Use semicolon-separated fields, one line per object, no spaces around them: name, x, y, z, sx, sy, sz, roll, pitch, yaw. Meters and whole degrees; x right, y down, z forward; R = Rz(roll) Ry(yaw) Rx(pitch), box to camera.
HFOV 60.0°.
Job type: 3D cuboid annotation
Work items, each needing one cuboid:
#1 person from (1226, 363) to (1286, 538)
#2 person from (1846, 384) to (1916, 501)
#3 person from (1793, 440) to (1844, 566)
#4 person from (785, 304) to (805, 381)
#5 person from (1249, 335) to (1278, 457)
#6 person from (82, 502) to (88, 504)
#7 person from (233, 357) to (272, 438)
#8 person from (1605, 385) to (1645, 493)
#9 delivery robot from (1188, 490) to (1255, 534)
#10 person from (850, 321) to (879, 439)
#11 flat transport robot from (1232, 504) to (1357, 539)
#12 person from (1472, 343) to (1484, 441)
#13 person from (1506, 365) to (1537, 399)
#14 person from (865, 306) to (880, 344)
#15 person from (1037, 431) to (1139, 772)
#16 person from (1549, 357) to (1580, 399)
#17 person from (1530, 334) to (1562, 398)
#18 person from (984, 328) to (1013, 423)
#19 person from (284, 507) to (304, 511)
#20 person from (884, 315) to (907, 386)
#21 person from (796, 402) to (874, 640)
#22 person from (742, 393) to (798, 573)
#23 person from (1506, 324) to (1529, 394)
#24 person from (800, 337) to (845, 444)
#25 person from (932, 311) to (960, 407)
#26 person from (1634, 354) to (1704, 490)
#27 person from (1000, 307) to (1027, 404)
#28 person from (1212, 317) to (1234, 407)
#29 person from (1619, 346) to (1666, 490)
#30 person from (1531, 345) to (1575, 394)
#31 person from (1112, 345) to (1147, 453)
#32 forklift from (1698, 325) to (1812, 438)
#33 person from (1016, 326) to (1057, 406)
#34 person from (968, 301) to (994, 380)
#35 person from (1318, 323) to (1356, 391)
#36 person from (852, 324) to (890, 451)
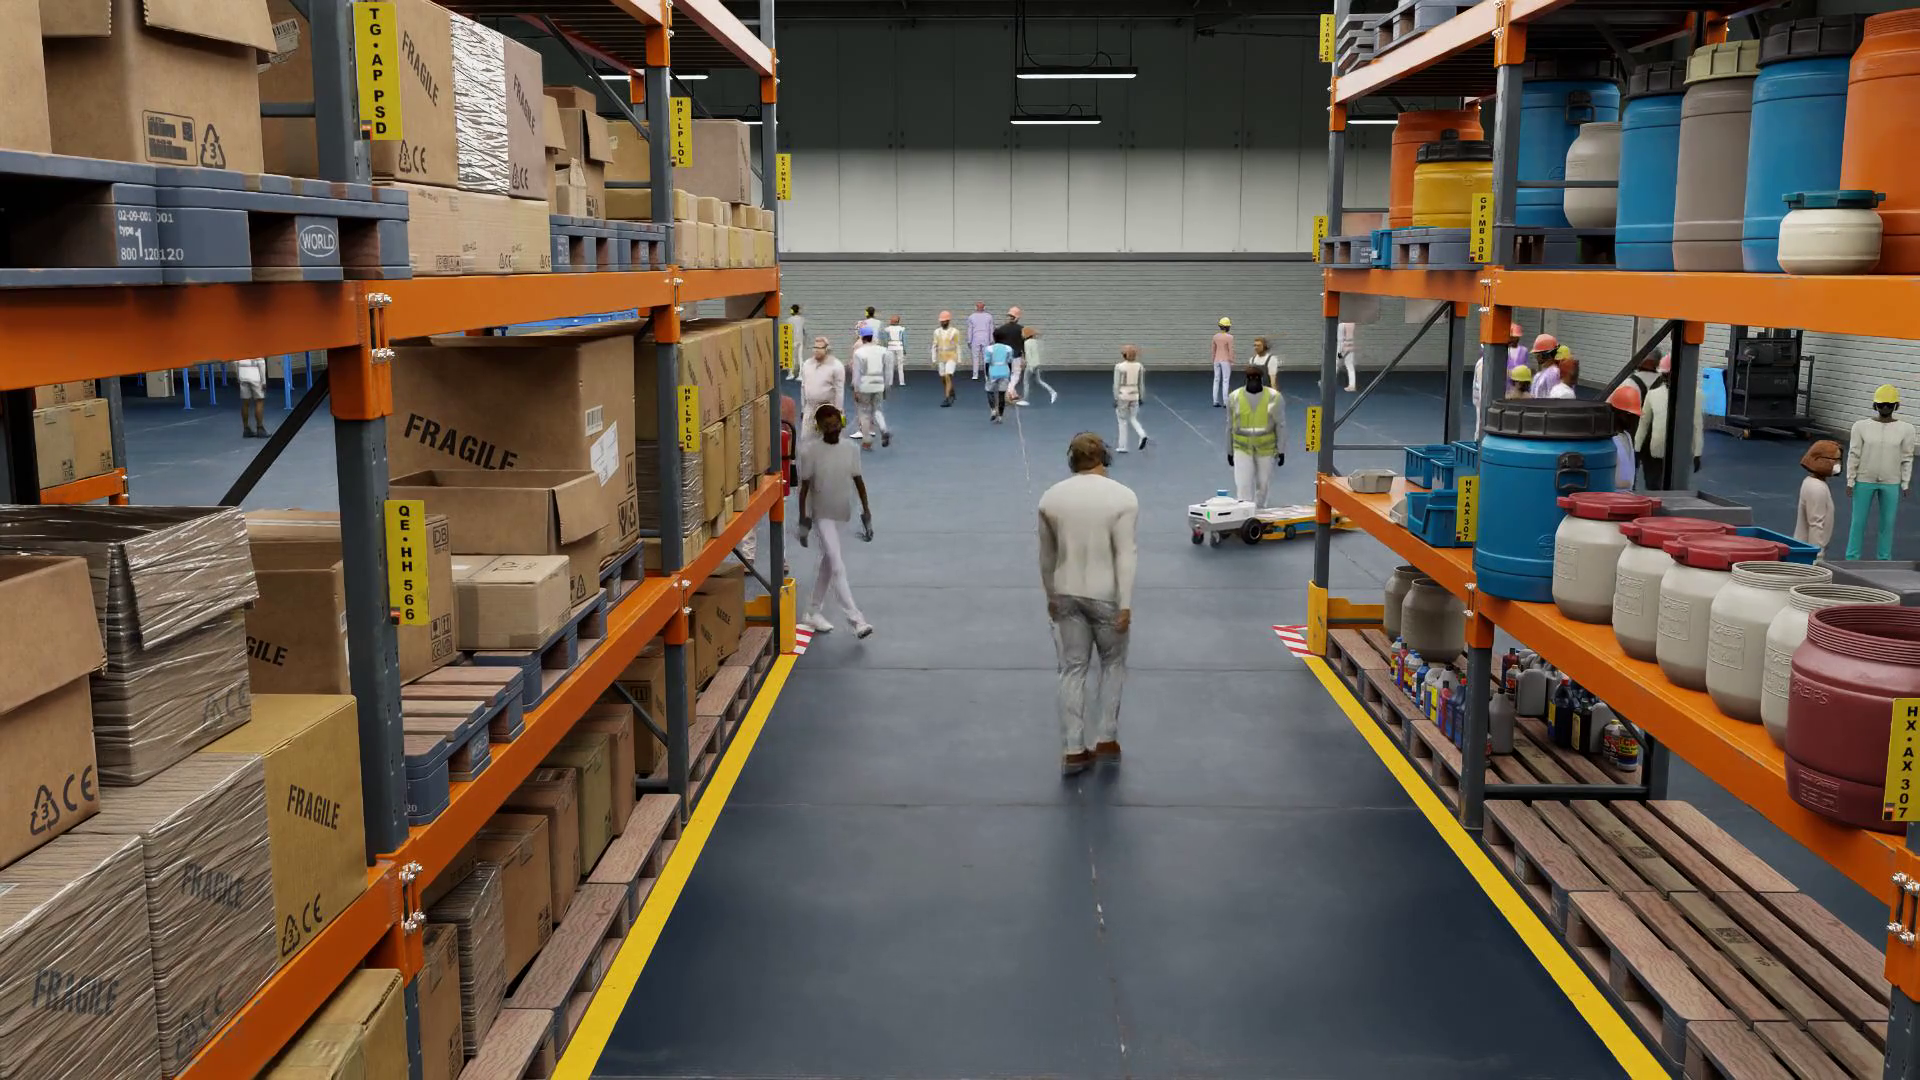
person;3.123;-0.970;17.572;0.634;1.808;0.917;2;10;11
person;8.247;-0.512;14.935;0.522;1.769;0.310;4;10;23
person;5.934;0.115;11.573;0.287;1.631;0.501;4;10;22
person;-4.003;-4.792;40.355;0.500;1.835;0.751;-6;11;-31
person;4.421;-2.090;24.311;0.534;1.794;0.959;9;13;43
person;-9.261;-0.858;17.185;0.489;1.716;0.843;-8;13;-41
person;-11.578;-2.646;27.207;0.551;1.934;0.372;2;10;14
person;4.963;-0.210;12.642;0.543;1.928;0.374;-9;13;-43
delivery robot;2.661;-0.266;16.929;0.707;0.478;0.477;-7;12;-35
person;-1.584;-2.620;27.144;0.409;1.908;0.639;5;11;26
flat transport robot;3.496;-0.201;17.662;1.431;0.197;0.652;-7;12;-36
person;7.295;-1.889;23.004;0.403;1.825;0.586;4;10;21
person;6.091;-1.022;18.056;0.557;1.727;0.808;-3;10;-17
person;-2.083;-4.432;38.191;0.497;1.837;0.709;-6;11;-31
person;0.706;0.345;9.424;0.650;1.888;0.608;5;10;25
person;6.337;-1.015;17.682;0.714;1.863;0.573;2;10;9
person;6.647;-1.315;18.933;0.394;2.037;0.605;3;10;15
person;0.684;-2.933;29.677;0.543;1.679;0.377;-2;10;-11
person;-3.329;0.643;8.394;0.513;1.639;0.311;0;9;-1
person;-1.493;-4.387;38.515;0.514;1.642;0.310;1;10;4
person;-0.923;-0.147;12.635;0.551;1.799;0.997;-7;12;-37
person;-1.799;-0.689;15.311;0.622;1.990;0.388;-2;10;-12
person;8.675;-2.449;26.196;0.567;1.882;1.014;0;9;0
person;-1.811;-1.693;21.615;0.672;1.892;0.416;5;11;28
person;-0.236;-3.638;33.278;0.556;1.911;0.798;4;10;23
person;7.170;-0.917;16.852;1.047;1.941;0.644;-7;12;-36
person;1.067;-3.751;33.765;0.625;1.964;0.879;6;11;34
person;5.211;-3.511;32.894;0.324;1.769;0.523;-8;12;-40
person;7.415;-1.142;18.016;0.677;2.000;1.074;2;10;13
person;6.941;-1.304;19.285;0.612;1.890;0.806;-5;10;-25
person;2.536;-2.102;24.885;0.519;1.624;0.479;-6;11;-31
forklift;13.248;-3.165;27.620;1.129;2.768;1.873;0;9;1
person;1.542;-3.485;33.288;0.760;1.594;0.510;4;10;24
person;0.501;-4.855;40.524;0.639;1.910;0.406;-1;10;-4
person;8.491;-4.233;37.141;0.625;1.788;0.963;-8;12;-40
person;-1.337;-2.307;25.198;0.619;1.924;0.554;-6;11;-31
